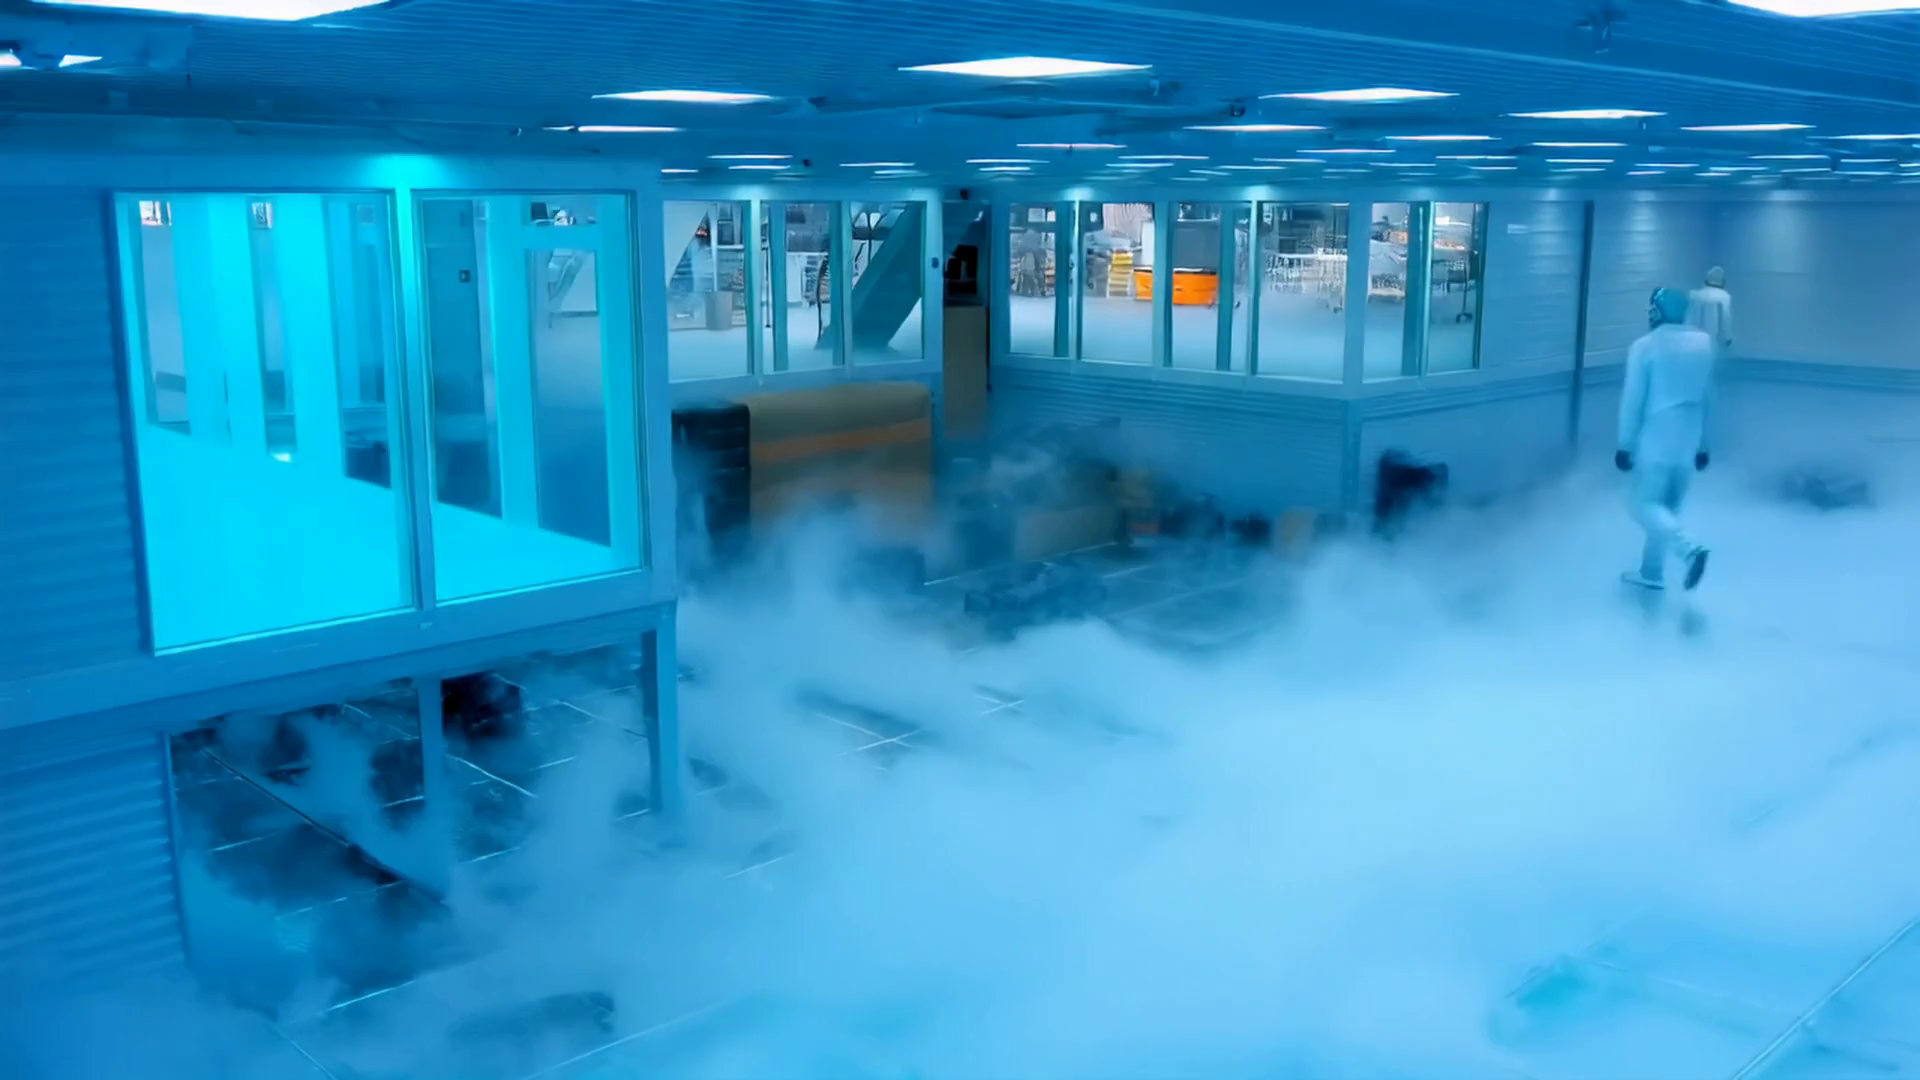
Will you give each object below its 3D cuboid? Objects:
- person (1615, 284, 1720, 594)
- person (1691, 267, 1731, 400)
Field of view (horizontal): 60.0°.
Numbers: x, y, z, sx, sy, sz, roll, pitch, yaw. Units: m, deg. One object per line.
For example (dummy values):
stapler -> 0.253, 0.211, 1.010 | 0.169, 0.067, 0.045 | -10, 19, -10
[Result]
person -> 4.274, -0.584, 9.960 | 0.634, 1.878, 0.658 | -5, 13, -26
person -> 9.150, -2.503, 20.226 | 0.435, 1.616, 0.521 | -4, 12, -21
